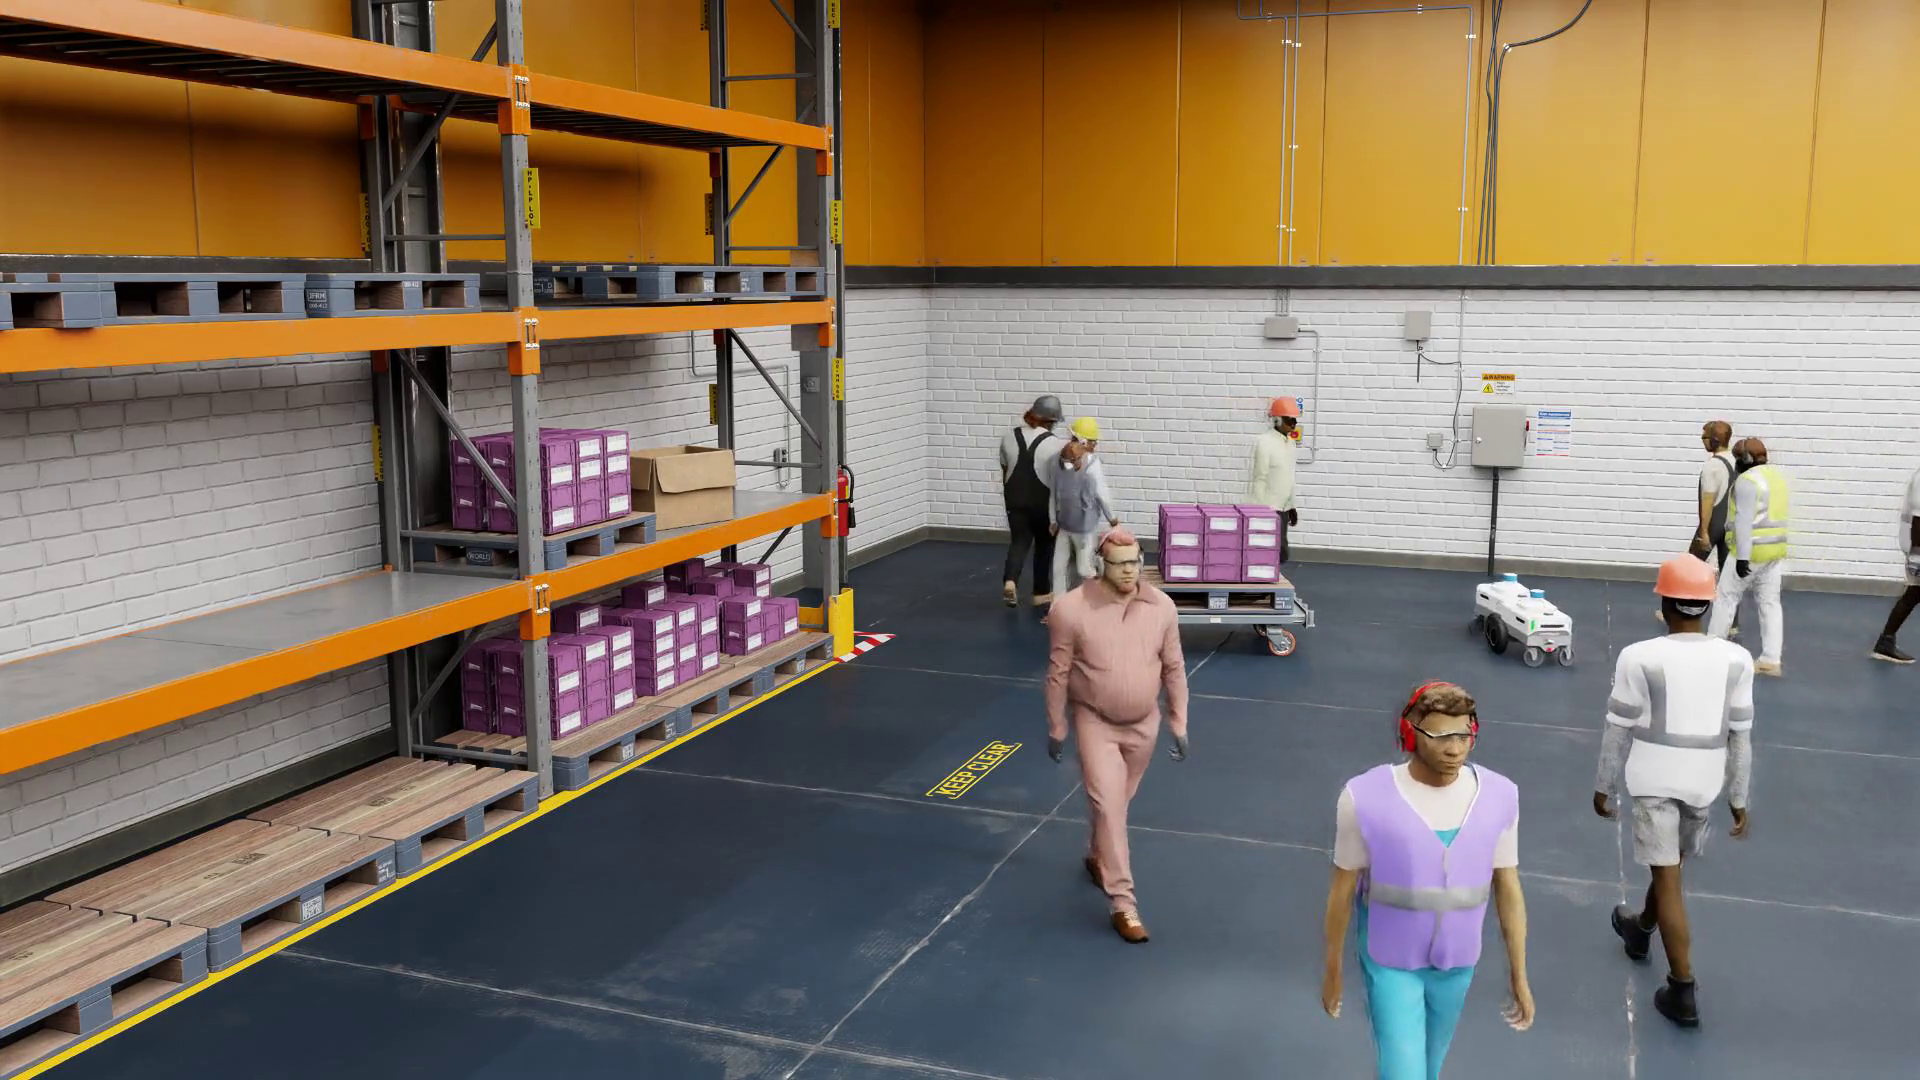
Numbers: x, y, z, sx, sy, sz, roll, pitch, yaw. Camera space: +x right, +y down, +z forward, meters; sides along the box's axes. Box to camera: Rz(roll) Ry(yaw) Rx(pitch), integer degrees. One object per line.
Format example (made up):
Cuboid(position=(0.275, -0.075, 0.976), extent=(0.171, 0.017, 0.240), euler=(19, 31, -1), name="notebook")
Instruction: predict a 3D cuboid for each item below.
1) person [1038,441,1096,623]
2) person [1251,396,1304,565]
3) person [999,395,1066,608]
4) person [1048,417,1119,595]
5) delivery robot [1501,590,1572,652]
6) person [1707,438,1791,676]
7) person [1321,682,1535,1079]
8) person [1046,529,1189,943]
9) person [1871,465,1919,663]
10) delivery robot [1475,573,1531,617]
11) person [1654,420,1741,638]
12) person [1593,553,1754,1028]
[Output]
Cuboid(position=(1.053, -0.079, 14.557), extent=(0.696, 1.609, 0.499), euler=(-6, 11, -35), name="person")
Cuboid(position=(2.812, -0.289, 14.727), extent=(0.442, 1.974, 0.638), euler=(6, 11, 35), name="person")
Cuboid(position=(0.682, -0.372, 15.050), extent=(0.688, 2.000, 0.794), euler=(5, 10, 26), name="person")
Cuboid(position=(1.094, -0.186, 14.658), extent=(0.517, 1.795, 0.621), euler=(-7, 11, -36), name="person")
Cuboid(position=(4.532, 0.635, 13.088), extent=(0.477, 0.478, 0.707), euler=(0, 9, -1), name="delivery robot")
Cuboid(position=(6.017, 0.119, 12.782), extent=(0.681, 1.786, 0.828), euler=(-6, 11, -32), name="person")
Cuboid(position=(1.451, 1.329, 5.047), extent=(0.592, 1.811, 0.835), euler=(-2, 9, -11), name="person")
Cuboid(position=(0.750, 0.859, 7.909), extent=(0.661, 1.862, 0.985), euler=(-3, 9, -17), name="person")
Cuboid(position=(7.510, 0.053, 12.799), extent=(0.779, 1.934, 0.631), euler=(6, 11, 32), name="person")
Cuboid(position=(4.561, 0.521, 13.805), extent=(0.477, 0.478, 0.707), euler=(-1, 9, -4), name="delivery robot")
Cuboid(position=(6.344, -0.109, 14.107), extent=(0.541, 1.819, 0.775), euler=(-4, 10, -25), name="person")
Cuboid(position=(2.964, 0.988, 6.992), extent=(0.565, 1.882, 0.975), euler=(0, 9, 0), name="person")
